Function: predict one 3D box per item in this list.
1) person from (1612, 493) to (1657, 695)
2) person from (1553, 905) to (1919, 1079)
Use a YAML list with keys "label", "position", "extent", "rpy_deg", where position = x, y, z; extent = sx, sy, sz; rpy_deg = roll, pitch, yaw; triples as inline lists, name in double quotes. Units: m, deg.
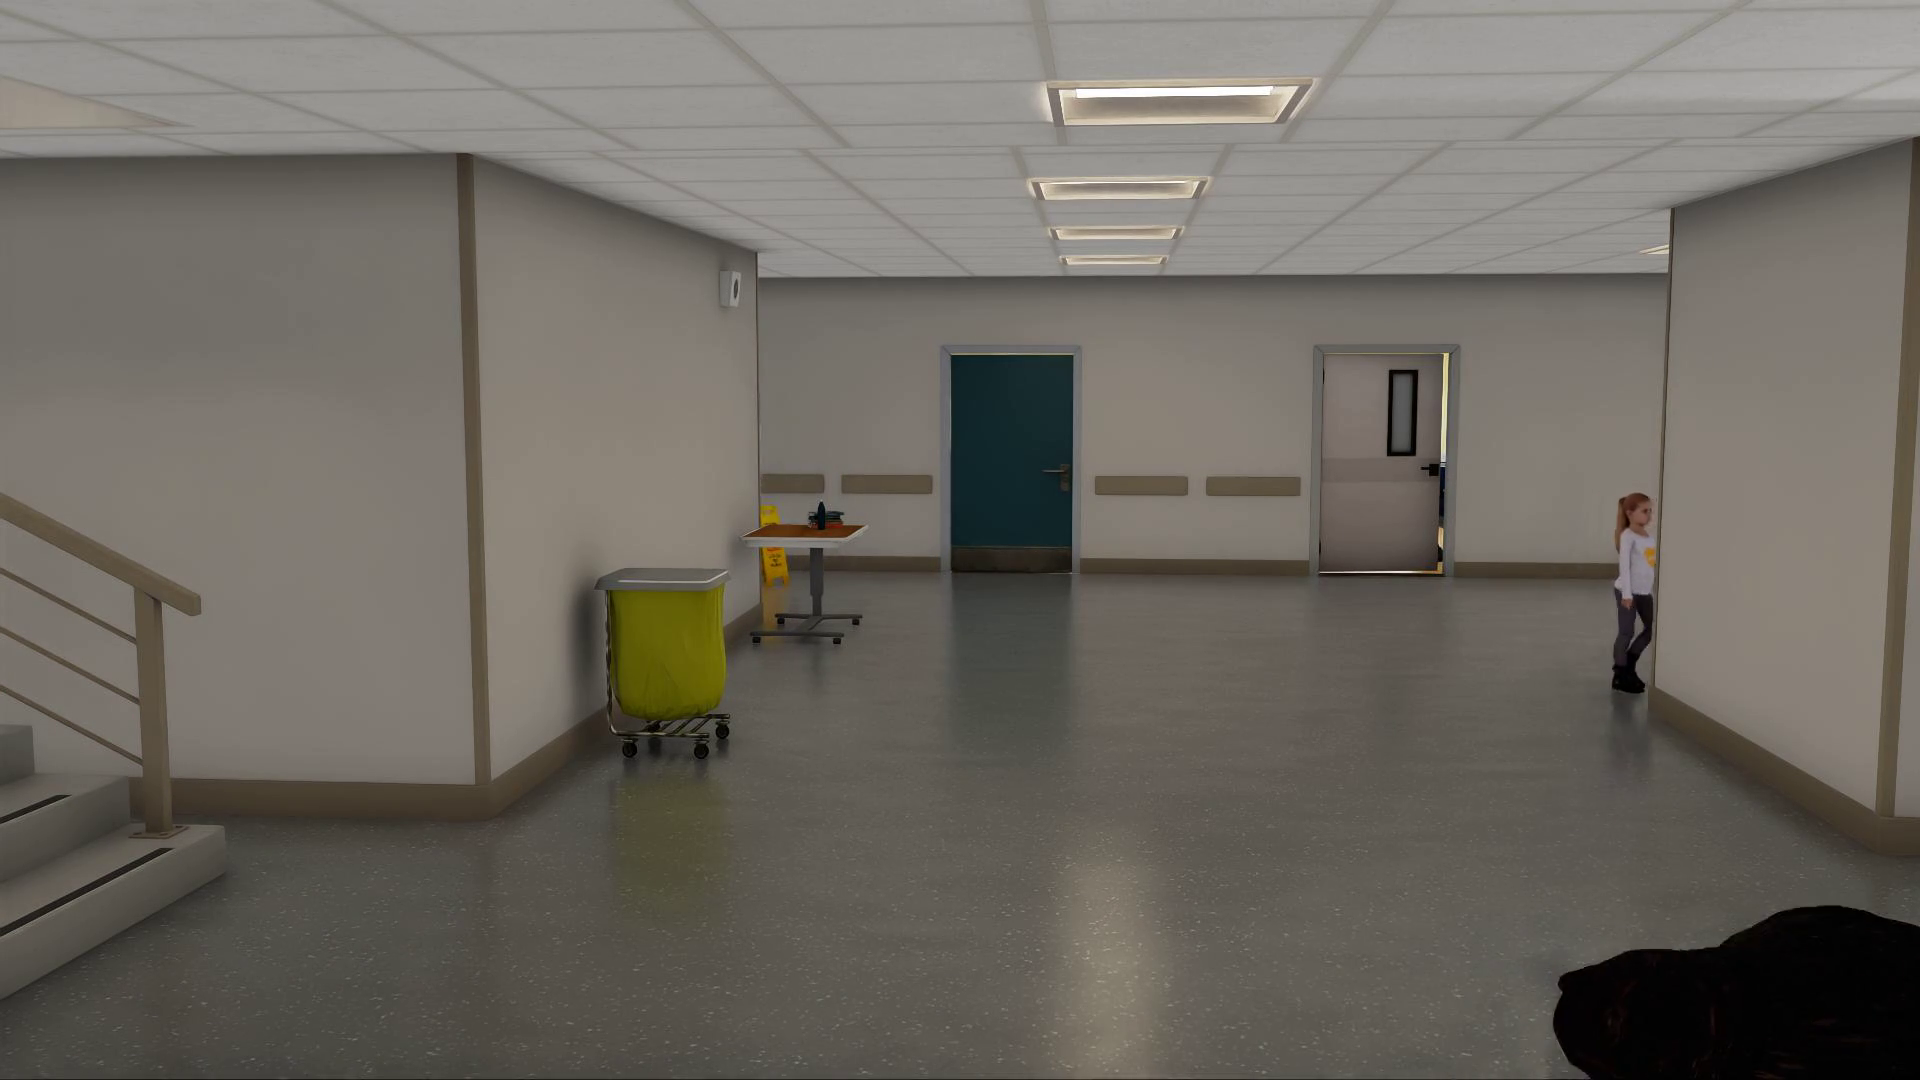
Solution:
- label: "person"
  position: [4.250, 0.329, 10.632]
  extent: [0.599, 1.272, 0.663]
  rpy_deg: [-4, 7, -37]
- label: "person"
  position: [0.541, 1.091, 1.305]
  extent: [0.778, 1.623, 0.688]
  rpy_deg: [-1, 6, -13]
